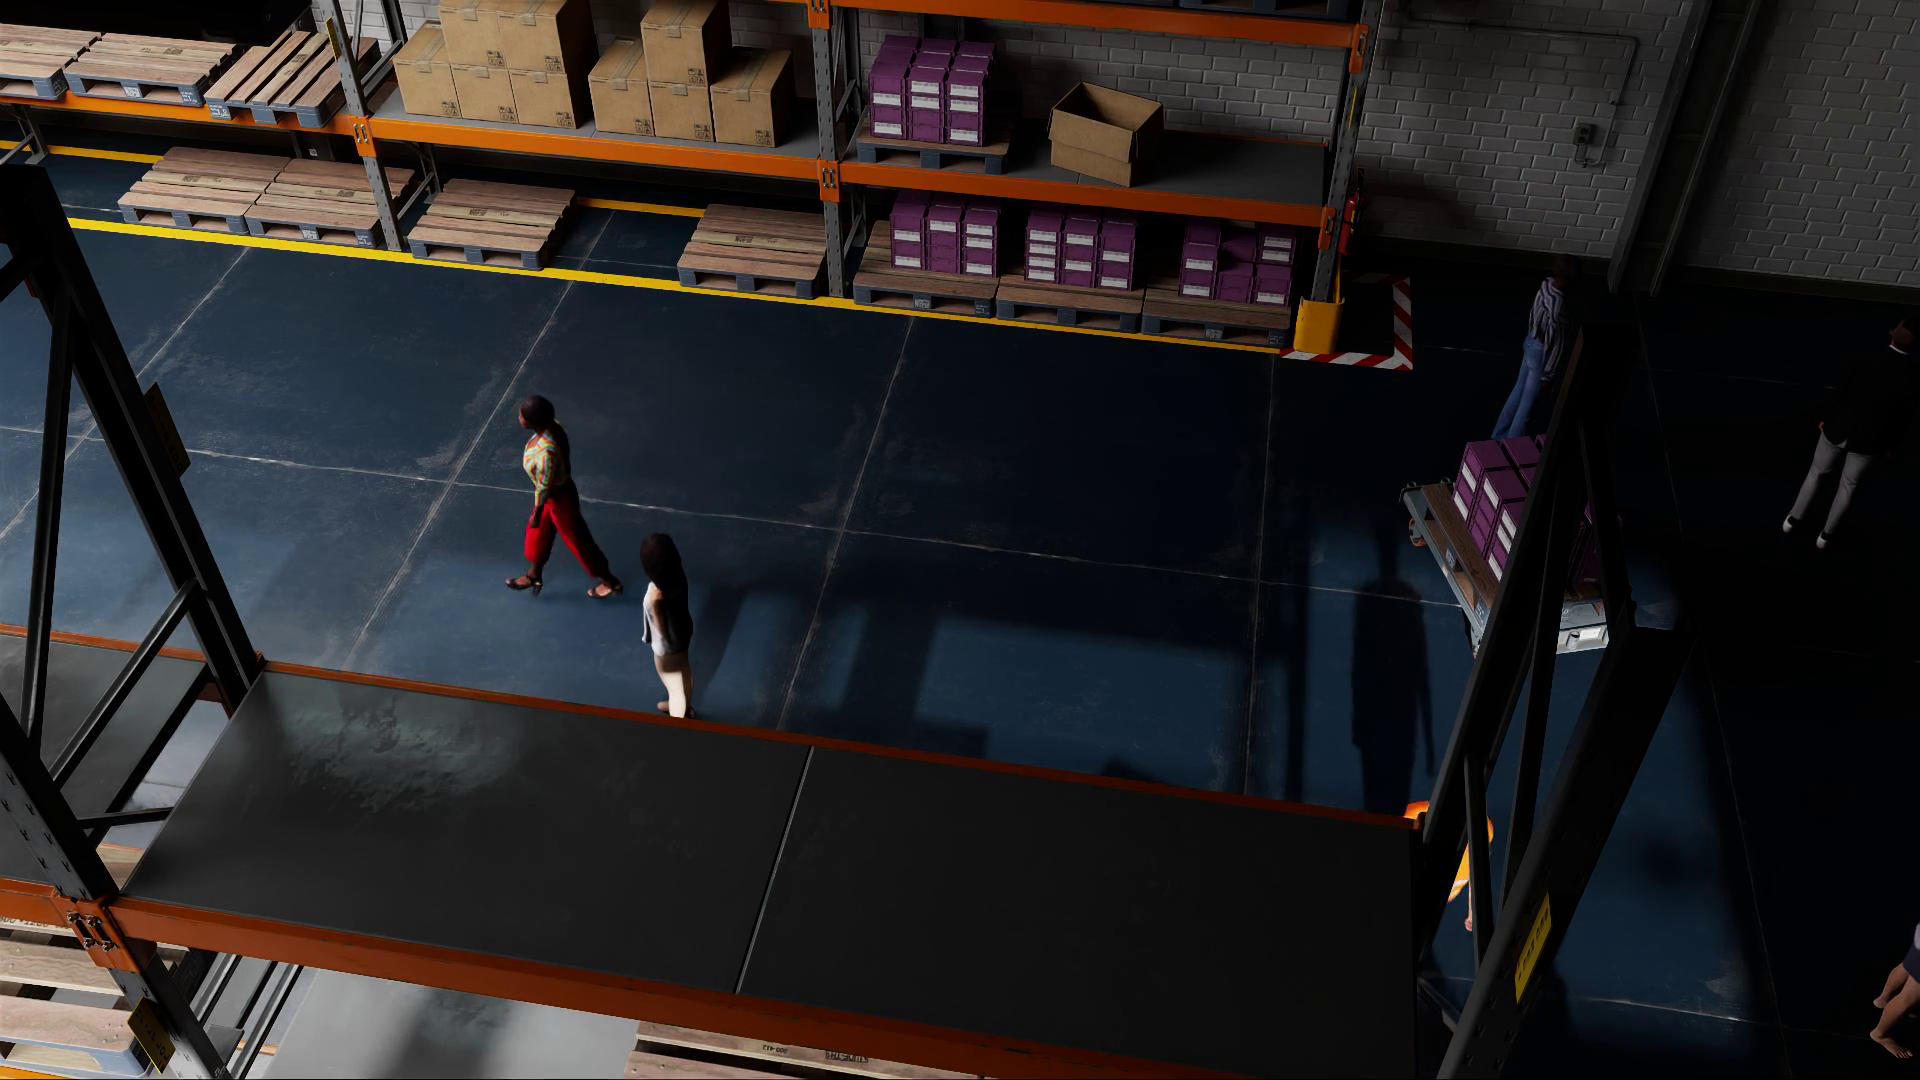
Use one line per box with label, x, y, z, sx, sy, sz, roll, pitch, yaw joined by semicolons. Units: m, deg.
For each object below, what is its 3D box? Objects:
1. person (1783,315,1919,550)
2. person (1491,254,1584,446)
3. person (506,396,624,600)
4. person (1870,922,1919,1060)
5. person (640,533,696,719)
person;6.161;-0.766;11.392;0.699;1.951;0.837;27;50;26
person;4.203;-1.309;12.075;0.564;1.796;0.646;2;44;2
person;-2.531;-0.221;10.958;1.087;1.761;0.806;-7;44;-7
person;5.133;2.103;8.659;0.628;1.567;0.630;22;48;21
person;-1.756;0.591;10.182;0.549;1.655;0.609;7;44;7
